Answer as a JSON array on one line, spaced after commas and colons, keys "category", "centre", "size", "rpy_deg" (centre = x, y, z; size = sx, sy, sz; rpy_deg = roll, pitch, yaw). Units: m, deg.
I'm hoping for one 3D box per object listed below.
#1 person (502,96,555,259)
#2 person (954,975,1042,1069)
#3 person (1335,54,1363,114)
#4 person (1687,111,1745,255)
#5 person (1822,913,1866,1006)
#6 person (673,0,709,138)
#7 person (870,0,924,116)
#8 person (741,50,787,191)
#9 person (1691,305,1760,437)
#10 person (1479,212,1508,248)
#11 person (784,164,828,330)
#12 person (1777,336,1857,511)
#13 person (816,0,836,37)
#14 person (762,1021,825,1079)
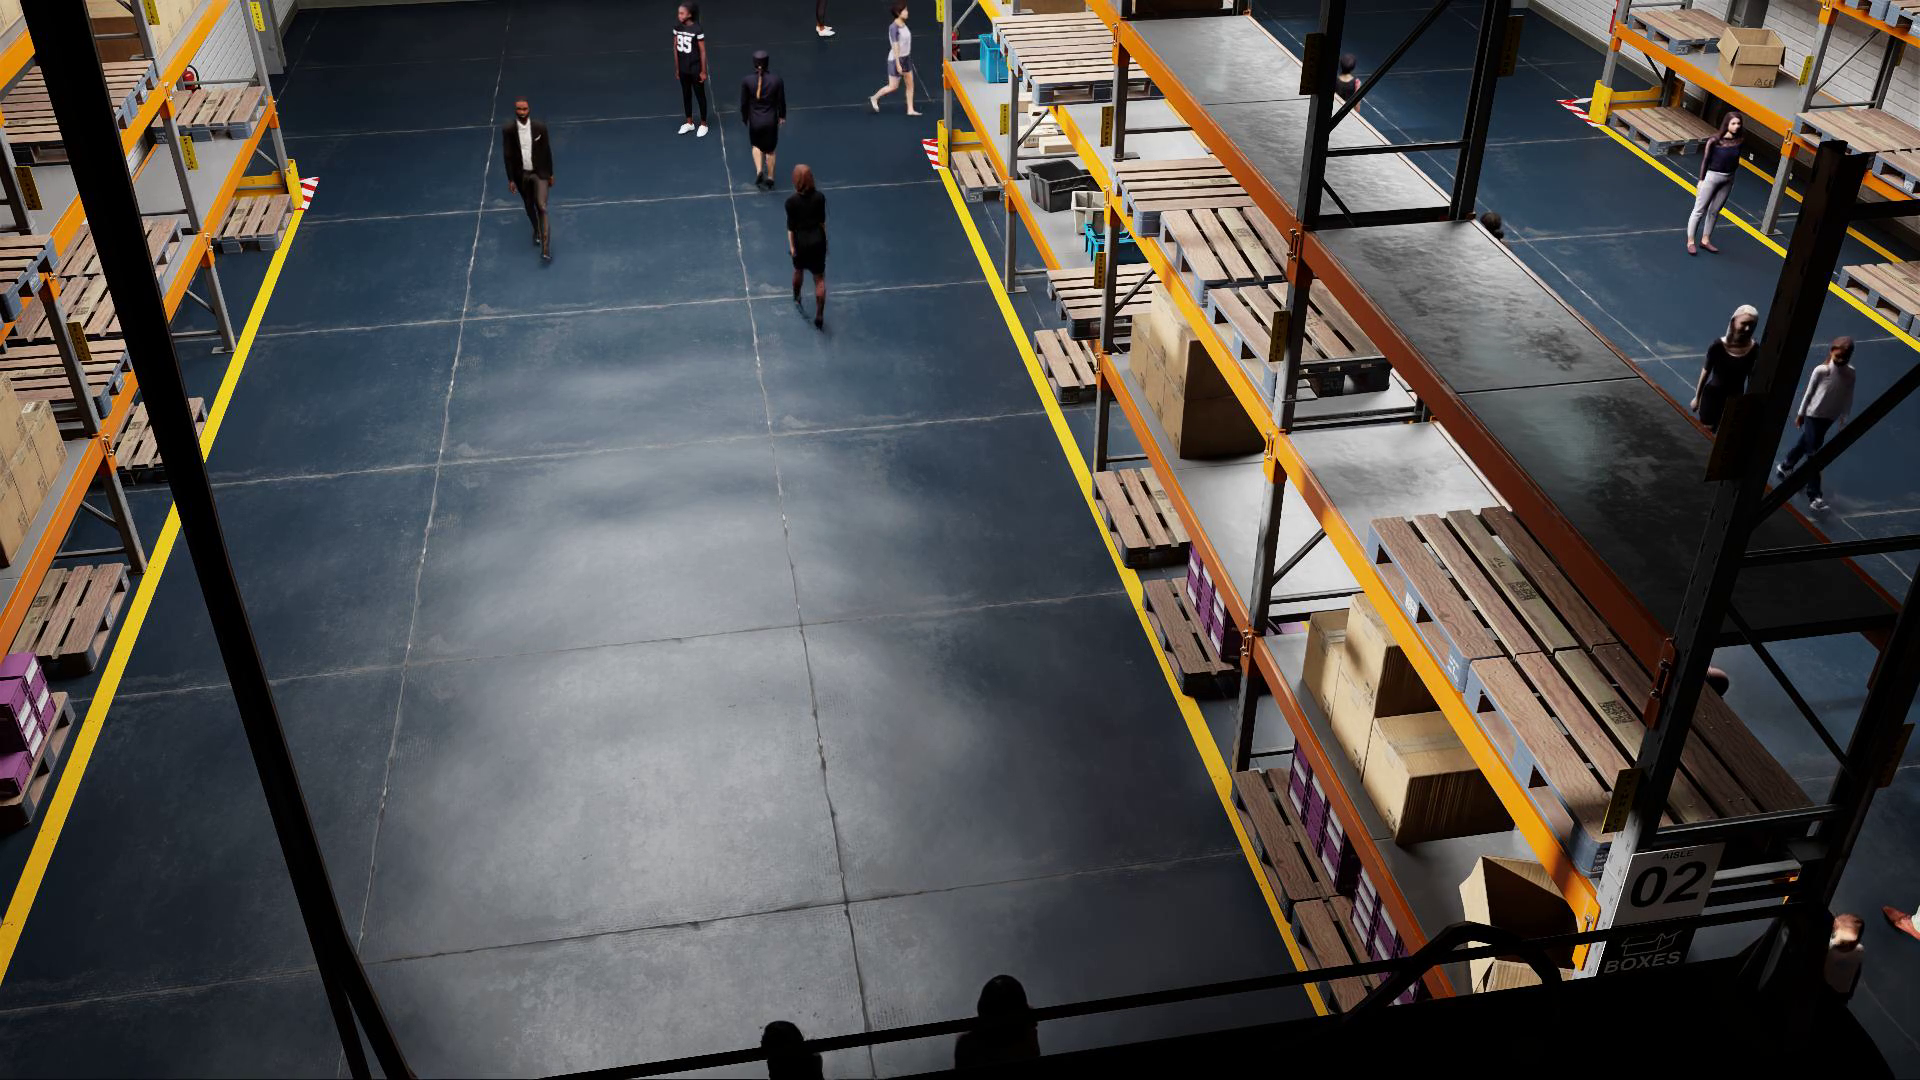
[{"category": "person", "centre": [-4.800, -4.075, 18.564], "size": [0.649, 1.752, 1.159], "rpy_deg": [-5, 34, -8]}, {"category": "person", "centre": [0.175, 2.750, 8.430], "size": [0.729, 1.603, 0.769], "rpy_deg": [-17, 37, -24]}, {"category": "person", "centre": [4.691, -5.202, 20.439], "size": [0.623, 1.552, 0.638], "rpy_deg": [10, 35, 15]}, {"category": "person", "centre": [8.451, -3.989, 18.563], "size": [0.594, 1.608, 0.535], "rpy_deg": [-7, 34, -10]}, {"category": "person", "centre": [4.909, 2.466, 9.389], "size": [0.494, 1.014, 0.524], "rpy_deg": [9, 35, 13]}, {"category": "person", "centre": [-3.510, -6.166, 21.726], "size": [0.710, 1.732, 0.744], "rpy_deg": [15, 36, 21]}, {"category": "person", "centre": [-0.881, -6.443, 22.316], "size": [0.926, 1.542, 0.956], "rpy_deg": [13, 36, 18]}, {"category": "person", "centre": [-2.371, -5.029, 20.078], "size": [0.694, 1.664, 0.623], "rpy_deg": [-5, 34, -7]}, {"category": "person", "centre": [6.466, -1.193, 14.201], "size": [0.803, 1.781, 1.254], "rpy_deg": [2, 34, 3]}, {"category": "person", "centre": [5.028, -2.380, 16.093], "size": [0.688, 1.664, 0.627], "rpy_deg": [-6, 34, -9]}, {"category": "person", "centre": [-1.514, -2.958, 16.955], "size": [0.702, 1.672, 1.034], "rpy_deg": [-10, 35, -15]}, {"category": "person", "centre": [7.361, -1.085, 14.287], "size": [0.579, 1.505, 1.091], "rpy_deg": [-2, 34, -3]}, {"category": "person", "centre": [-2.115, -8.592, 25.454], "size": [0.624, 1.646, 0.456], "rpy_deg": [-6, 34, -9]}, {"category": "person", "centre": [-0.716, 2.973, 7.988], "size": [0.870, 1.721, 0.816], "rpy_deg": [18, 38, 25]}]
